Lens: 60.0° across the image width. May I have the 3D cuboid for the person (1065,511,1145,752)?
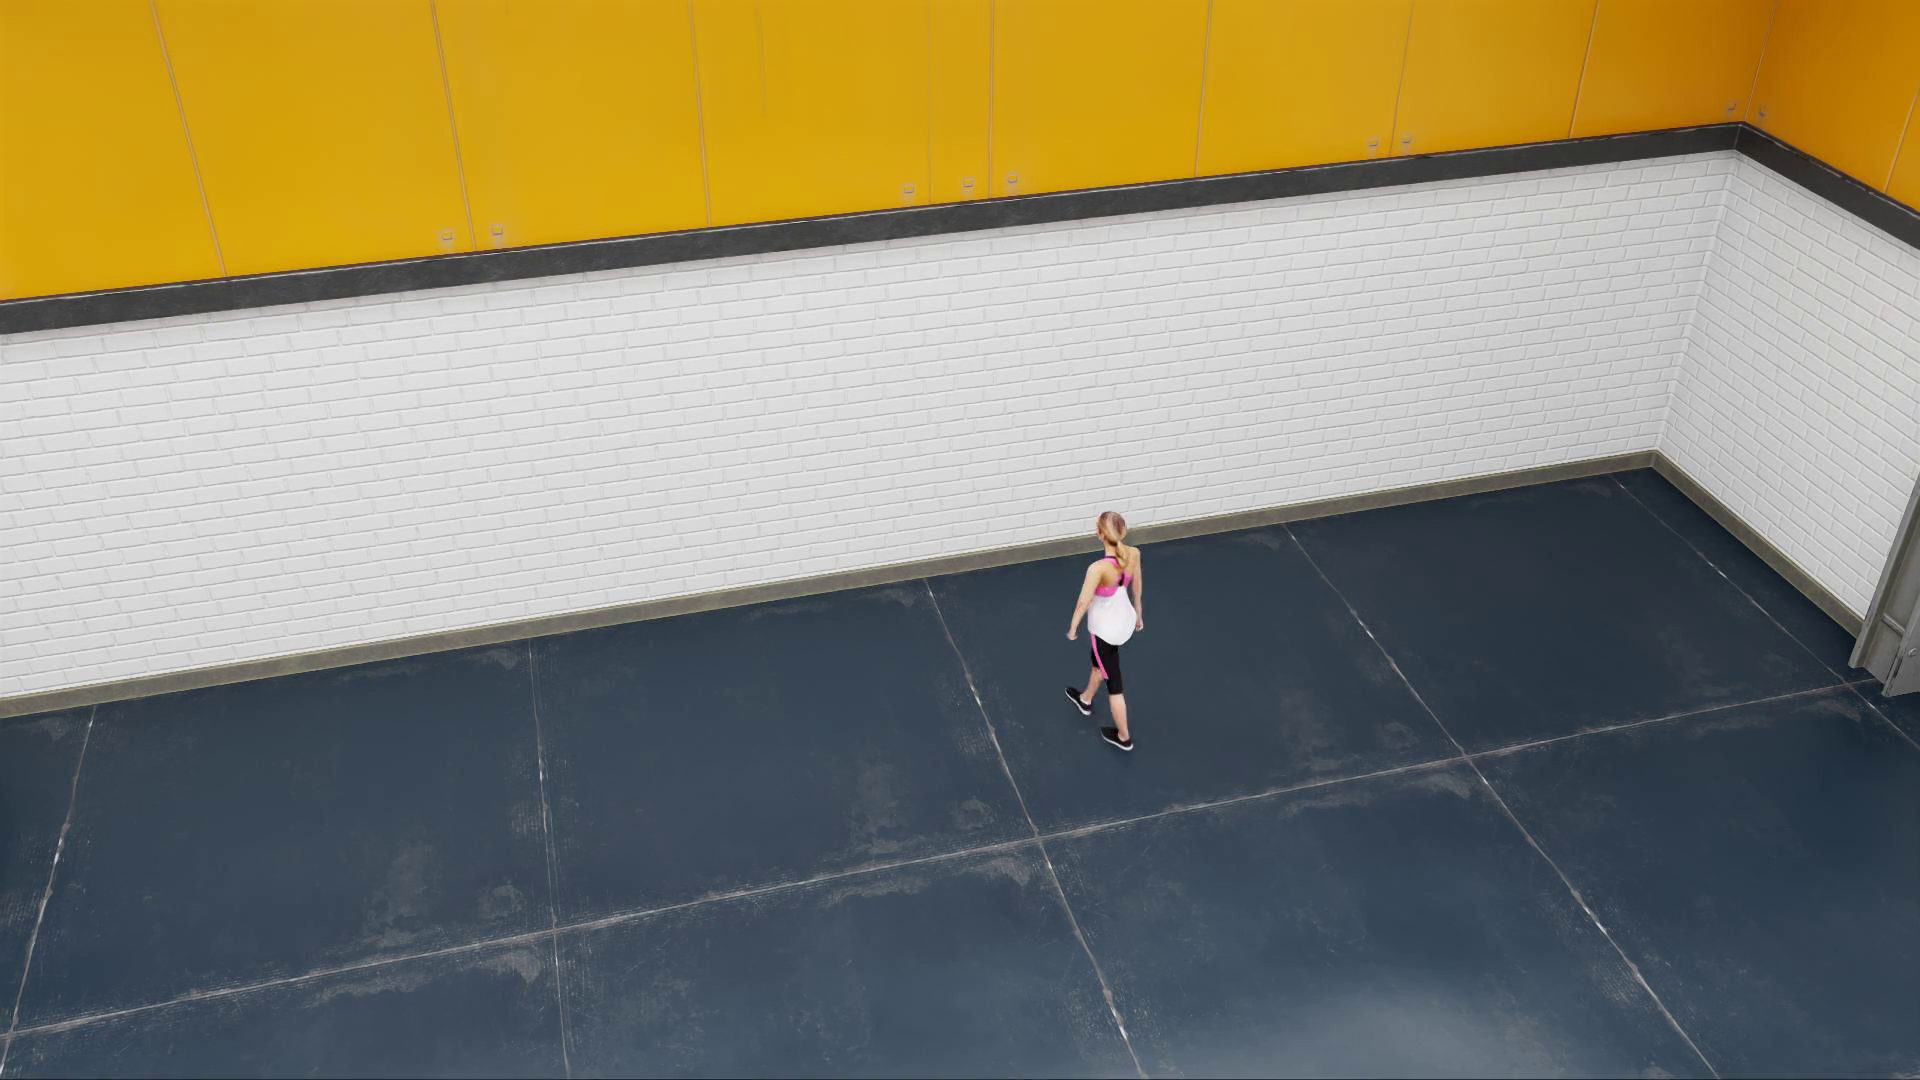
[{"bbox_3d":[1.039,0.638,10.757,0.874,1.766,1.033,-25,41,-33],"label":"person"}]
